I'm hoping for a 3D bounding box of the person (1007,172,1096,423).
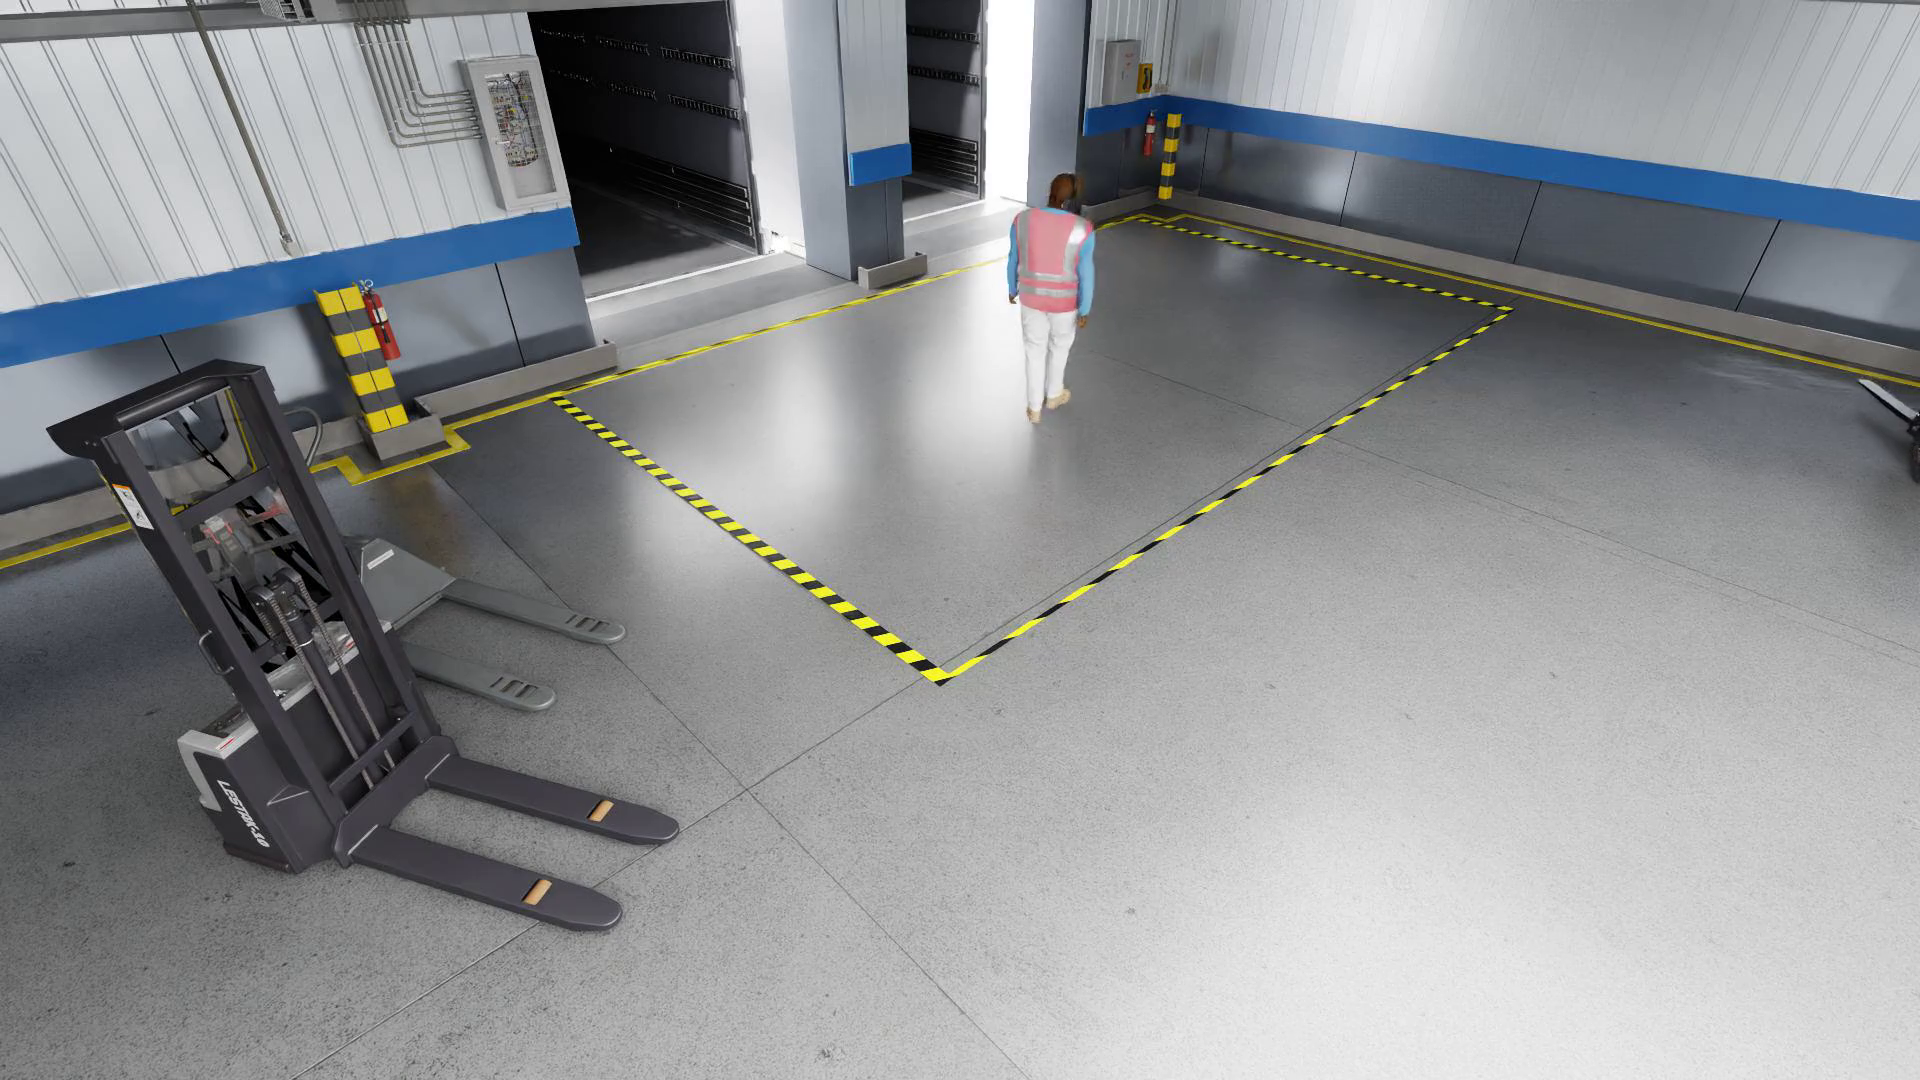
[{"bbox_3d":[0.667,-1.774,6.752,0.661,1.816,0.557,9,35,12],"label":"person"}]

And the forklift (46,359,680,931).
[{"bbox_3d":[-2.135,0.422,3.354,1.885,1.965,0.823,10,35,14],"label":"forklift"}]

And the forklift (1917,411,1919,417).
[{"bbox_3d":[6.977,-0.786,4.814,1.157,2.036,2.680,8,35,11],"label":"forklift"}]

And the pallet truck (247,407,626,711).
[{"bbox_3d":[-2.628,0.038,4.590,1.601,1.201,0.680,12,36,18],"label":"pallet truck"}]
